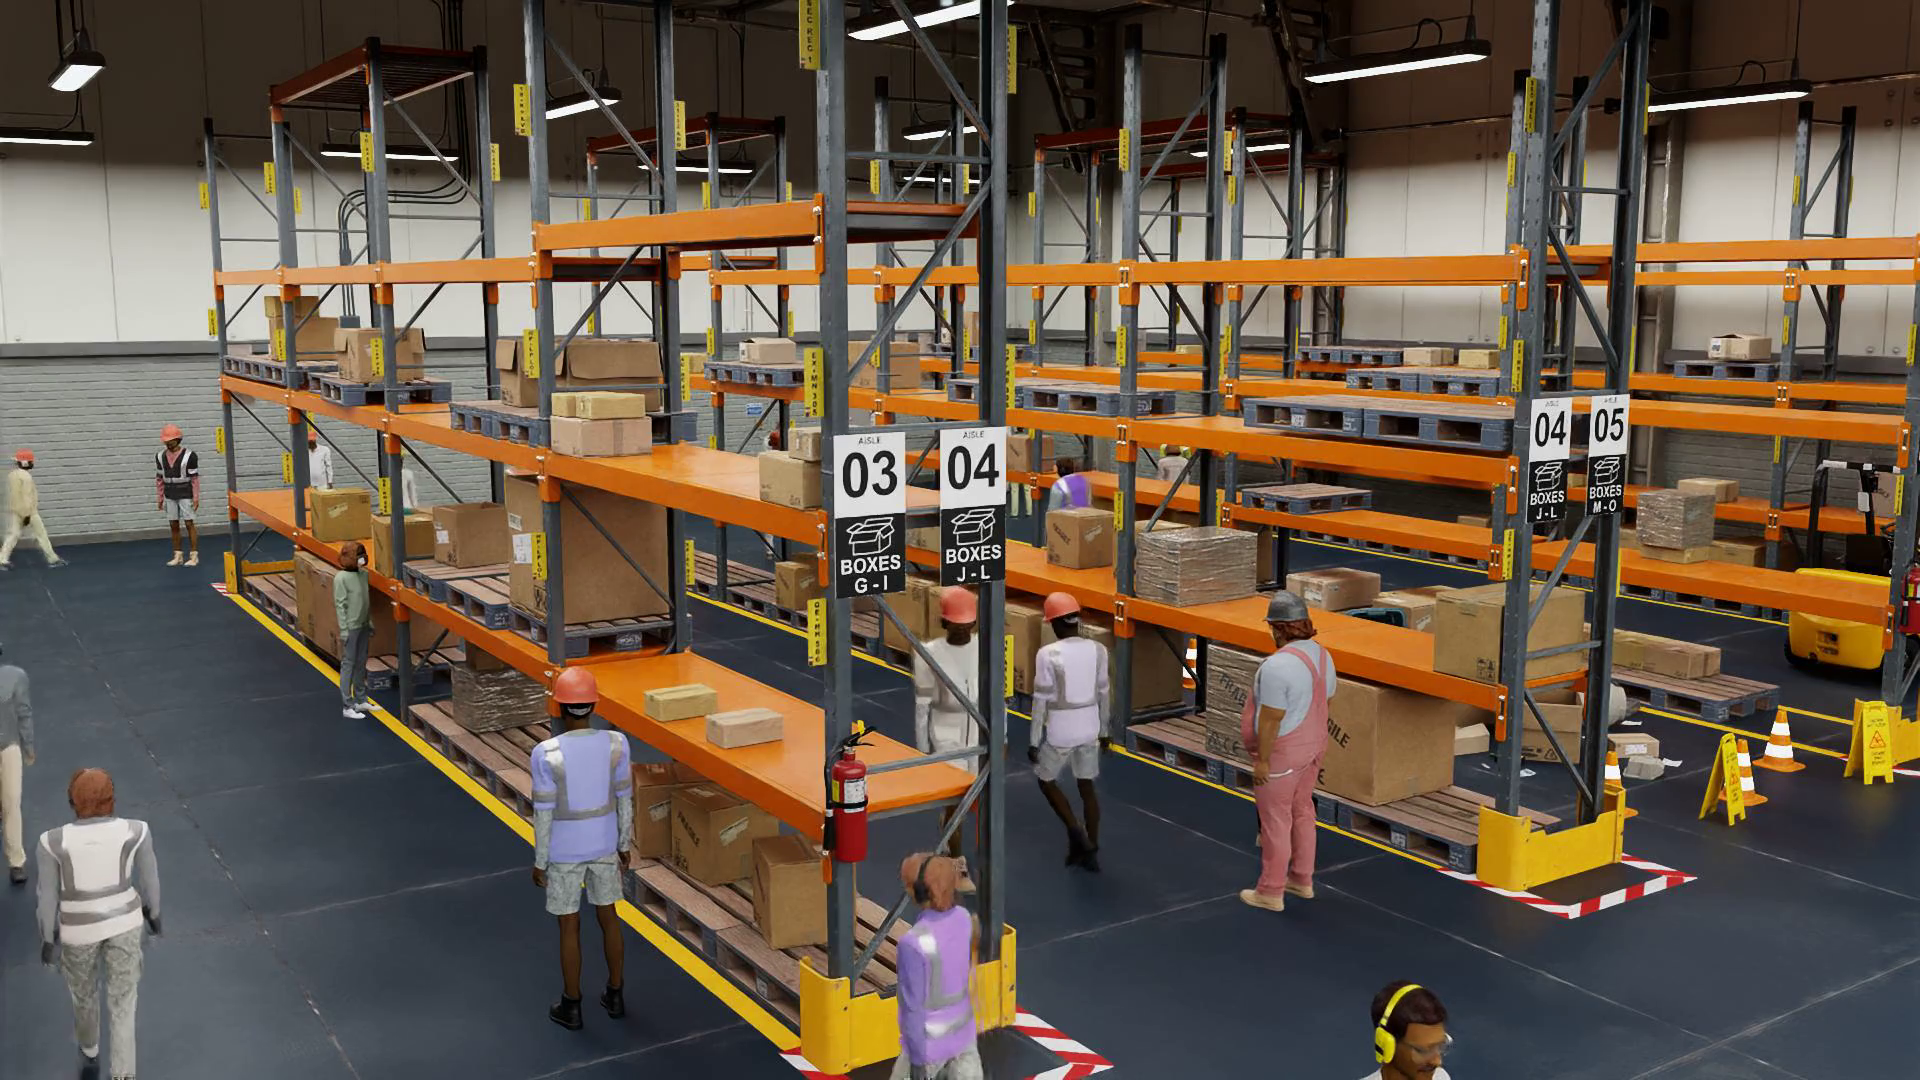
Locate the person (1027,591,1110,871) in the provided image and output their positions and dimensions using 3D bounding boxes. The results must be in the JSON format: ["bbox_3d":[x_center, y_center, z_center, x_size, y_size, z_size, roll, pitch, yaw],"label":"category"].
[{"bbox_3d":[0.732,1.297,11.196,0.660,1.901,0.484,-5,10,-28],"label":"person"}]

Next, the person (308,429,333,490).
[{"bbox_3d":[-10.334,-0.936,26.604,0.577,1.737,0.355,-3,9,-22],"label":"person"}]

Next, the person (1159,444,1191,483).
[{"bbox_3d":[3.574,-1.066,27.604,0.535,1.697,0.318,1,9,7],"label":"person"}]

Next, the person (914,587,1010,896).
[{"bbox_3d":[-0.019,1.269,11.026,0.629,2.017,0.790,-3,9,-18],"label":"person"}]

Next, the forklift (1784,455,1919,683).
[{"bbox_3d":[9.643,0.253,17.172,2.313,2.155,1.214,-6,10,-33],"label":"forklift"}]

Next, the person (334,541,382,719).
[{"bbox_3d":[-5.551,0.814,15.294,0.279,1.633,0.506,2,9,10],"label":"person"}]

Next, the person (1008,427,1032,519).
[{"bbox_3d":[1.024,-1.238,28.560,0.573,1.748,0.341,-3,9,-20],"label":"person"}]

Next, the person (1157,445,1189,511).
[{"bbox_3d":[3.268,-0.722,25.543,0.496,1.631,0.271,-1,9,-9],"label":"person"}]

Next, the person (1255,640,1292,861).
[{"bbox_3d":[2.221,1.366,11.442,0.319,1.688,0.538,-3,9,-18],"label":"person"}]

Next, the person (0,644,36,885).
[{"bbox_3d":[-6.483,1.398,11.115,0.535,1.717,0.935,-6,11,-36],"label":"person"}]

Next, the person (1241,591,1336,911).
[{"bbox_3d":[2.061,1.314,10.614,0.535,2.000,0.685,8,12,42],"label":"person"}]

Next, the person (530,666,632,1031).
[{"bbox_3d":[-2.021,1.628,8.864,0.553,1.935,0.362,-6,10,-33],"label":"person"}]

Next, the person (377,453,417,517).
[{"bbox_3d":[-7.870,-0.447,23.365,0.848,1.726,0.525,6,10,35],"label":"person"}]

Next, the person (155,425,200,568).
[{"bbox_3d":[-11.065,-0.614,23.507,0.612,2.030,0.410,1,9,5],"label":"person"}]

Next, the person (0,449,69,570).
[{"bbox_3d":[-13.115,-0.433,23.347,0.557,1.710,0.897,7,11,39],"label":"person"}]

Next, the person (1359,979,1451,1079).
[{"bbox_3d":[1.321,2.236,5.049,0.510,1.870,0.328,-6,11,-37],"label":"person"}]

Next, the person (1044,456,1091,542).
[{"bbox_3d":[1.317,-0.162,21.165,0.654,1.812,0.749,-7,11,-41],"label":"person"}]

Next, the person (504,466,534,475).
[{"bbox_3d":[-6.398,-0.520,24.188,0.517,1.621,0.546,-6,10,-34],"label":"person"}]

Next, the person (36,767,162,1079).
[{"bbox_3d":[-4.229,1.890,8.191,0.544,1.597,0.839,-5,10,-29],"label":"person"}]

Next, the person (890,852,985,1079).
[{"bbox_3d":[-0.143,2.079,6.974,0.879,1.588,0.539,6,10,34],"label":"person"}]
